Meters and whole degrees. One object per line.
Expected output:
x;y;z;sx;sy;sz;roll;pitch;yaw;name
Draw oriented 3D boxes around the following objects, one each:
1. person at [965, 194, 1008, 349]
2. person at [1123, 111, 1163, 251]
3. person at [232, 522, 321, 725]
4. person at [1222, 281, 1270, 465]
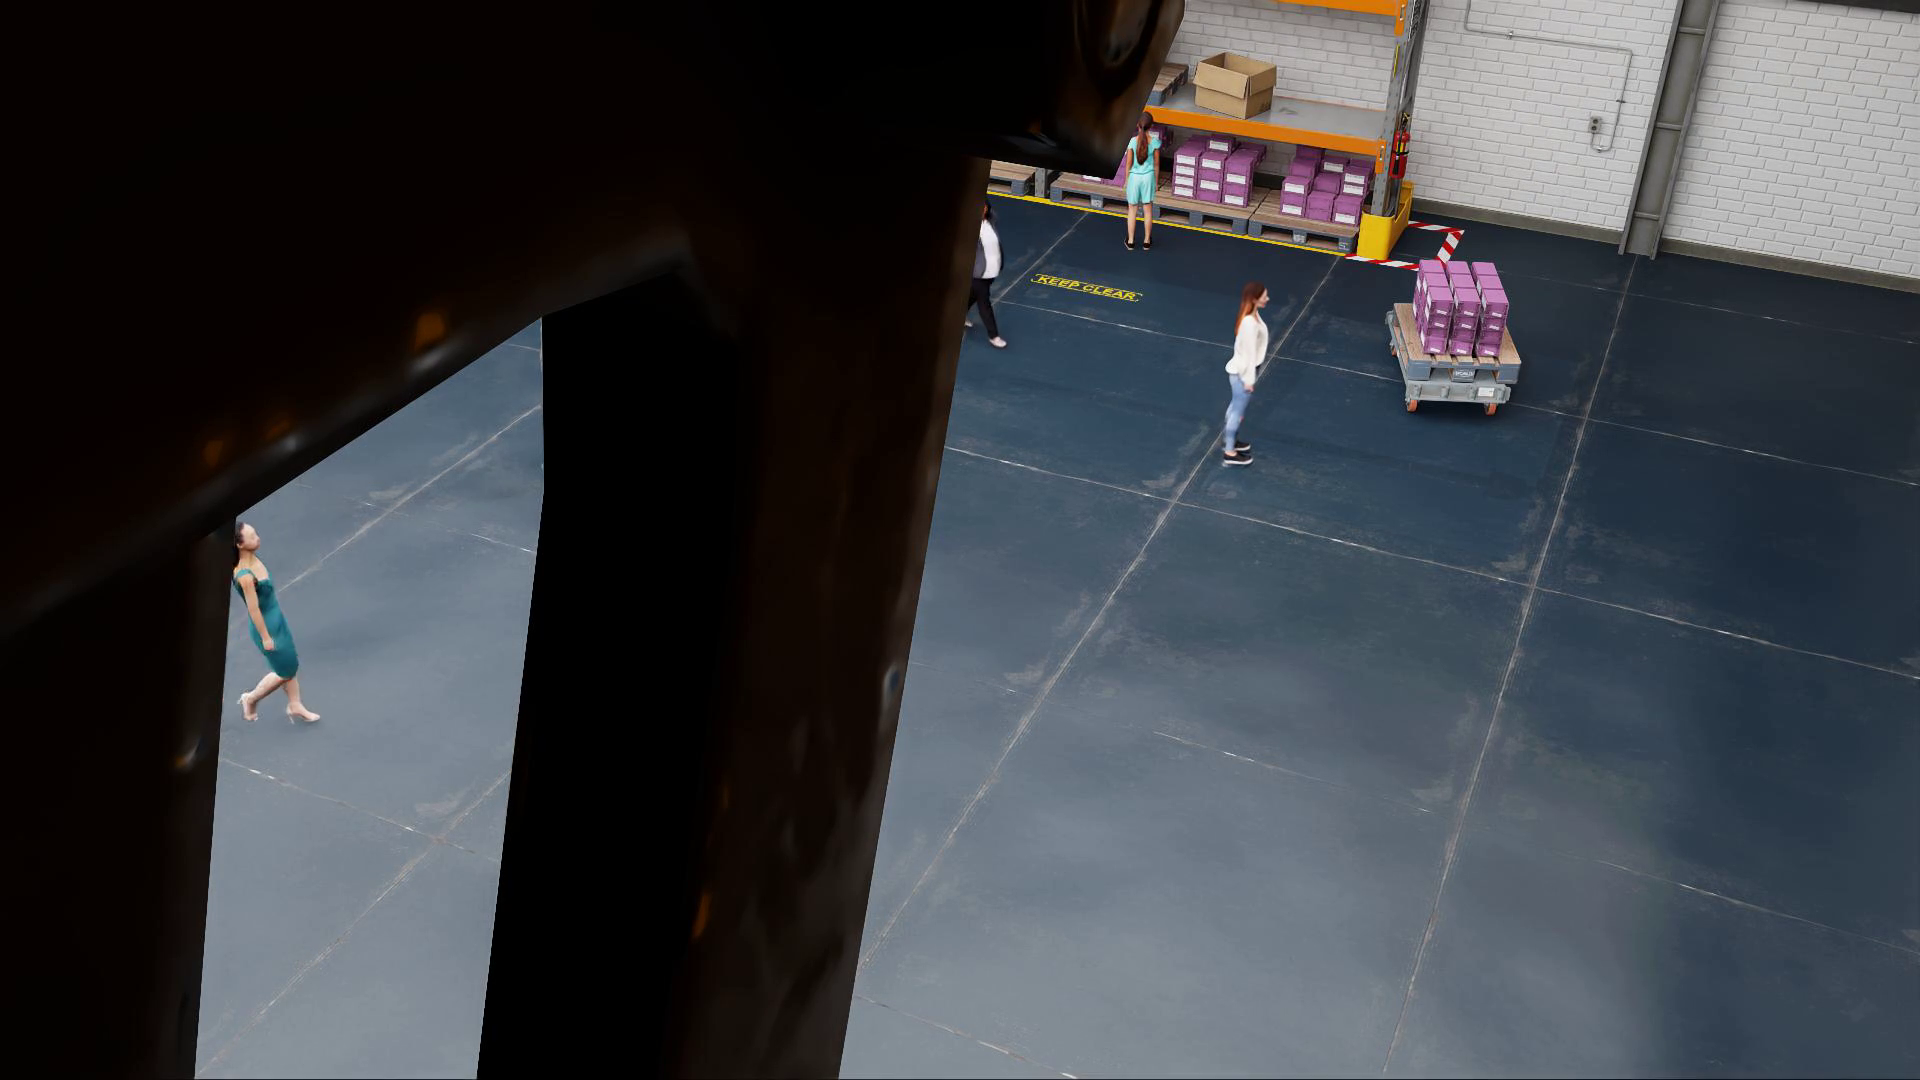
0.151;-2.725;16.444;0.949;1.574;1.189;-27;42;-35;person
1.995;-3.964;18.323;0.572;1.558;0.681;1;34;2;person
-4.786;0.617;11.323;0.847;1.676;0.771;-7;34;-10;person
2.458;-1.455;14.428;0.640;1.691;0.664;5;34;8;person
